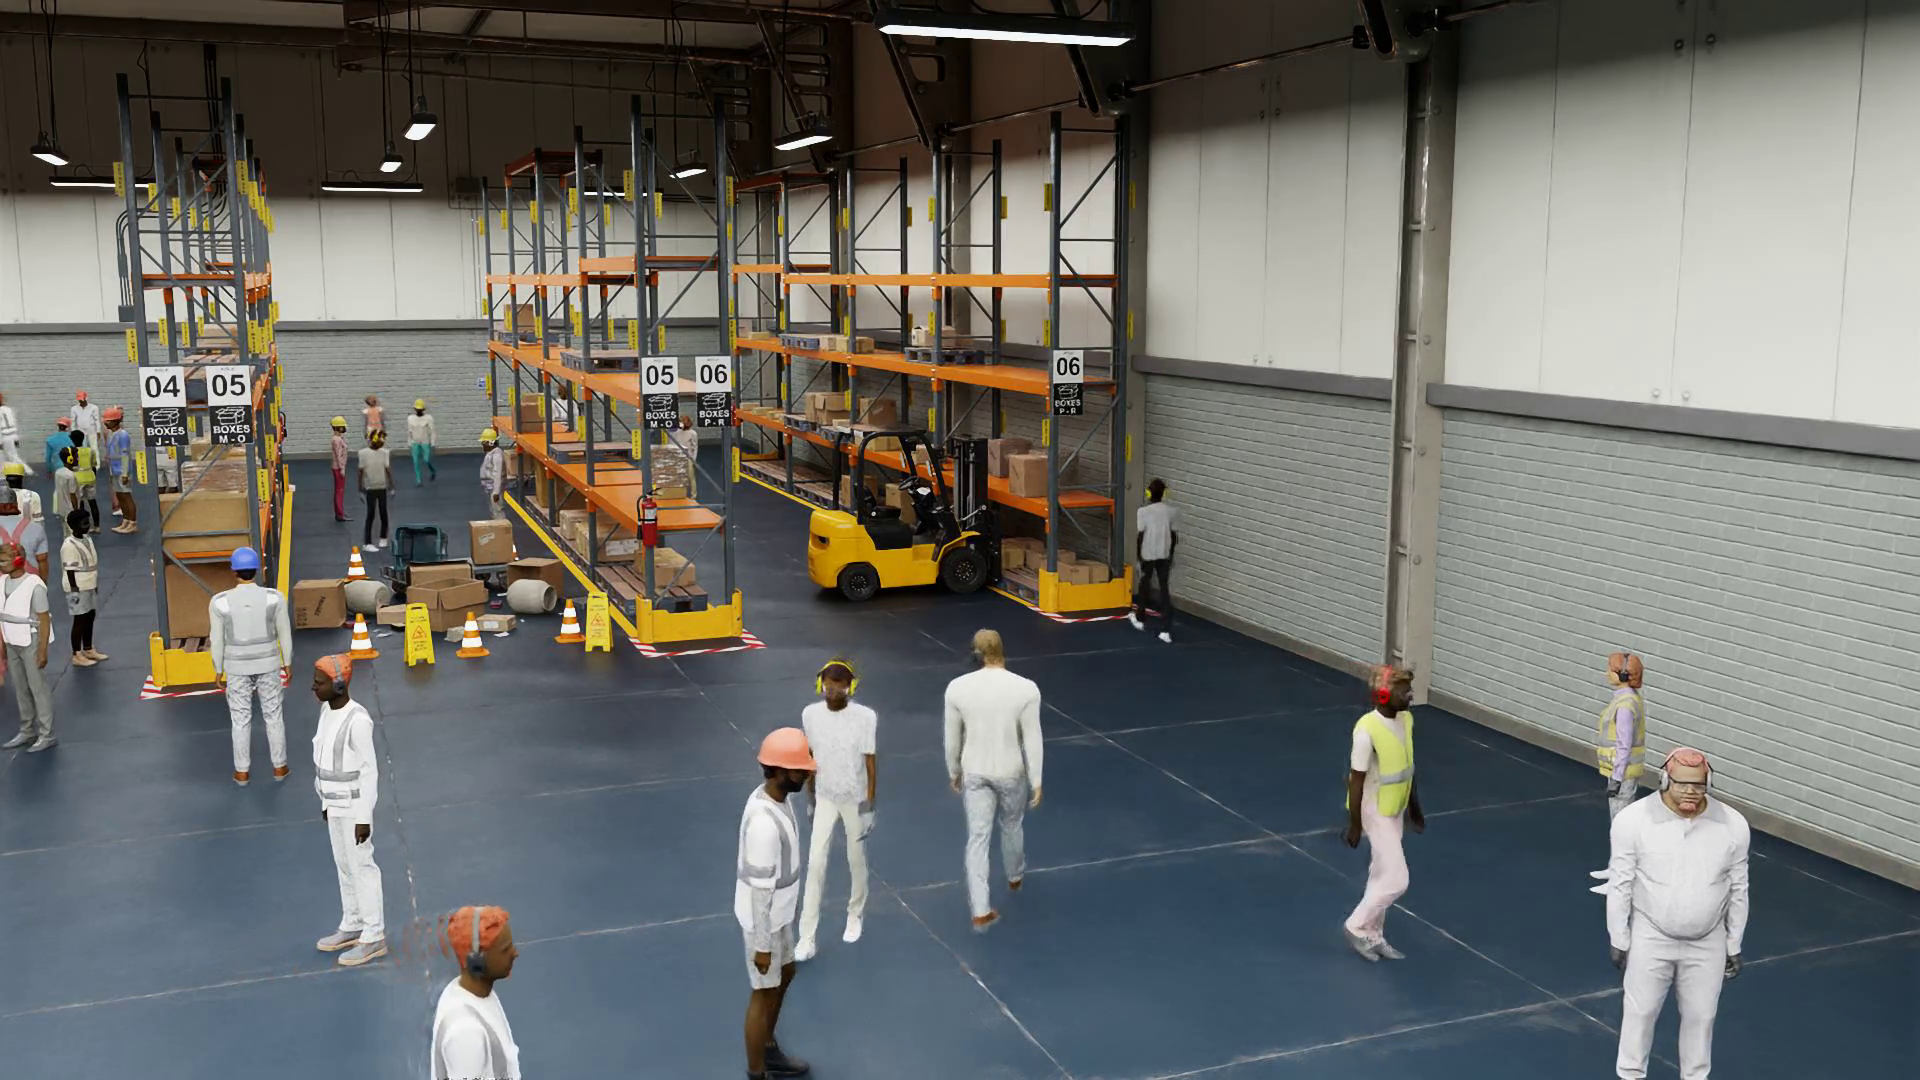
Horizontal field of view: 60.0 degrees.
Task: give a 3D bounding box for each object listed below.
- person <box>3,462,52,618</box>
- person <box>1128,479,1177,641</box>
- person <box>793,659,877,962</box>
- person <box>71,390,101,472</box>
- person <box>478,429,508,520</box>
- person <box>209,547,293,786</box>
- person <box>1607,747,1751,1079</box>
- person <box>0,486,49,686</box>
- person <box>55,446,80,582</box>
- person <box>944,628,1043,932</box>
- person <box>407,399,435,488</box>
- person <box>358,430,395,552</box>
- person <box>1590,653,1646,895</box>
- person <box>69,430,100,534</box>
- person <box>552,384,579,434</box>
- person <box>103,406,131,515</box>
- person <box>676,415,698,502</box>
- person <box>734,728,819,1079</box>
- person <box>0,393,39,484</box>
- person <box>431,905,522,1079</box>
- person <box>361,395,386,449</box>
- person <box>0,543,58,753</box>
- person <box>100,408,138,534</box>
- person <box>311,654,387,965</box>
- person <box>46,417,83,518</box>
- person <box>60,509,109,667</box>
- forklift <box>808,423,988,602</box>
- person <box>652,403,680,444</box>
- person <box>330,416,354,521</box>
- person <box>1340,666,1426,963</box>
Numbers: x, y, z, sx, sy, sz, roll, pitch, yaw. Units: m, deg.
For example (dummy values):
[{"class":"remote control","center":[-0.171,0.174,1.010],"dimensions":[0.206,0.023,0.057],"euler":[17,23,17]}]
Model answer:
[{"class":"person","center":[-11.213,0.026,19.847],"dimensions":[0.586,1.925,0.369],"euler":[-1,9,-8]},{"class":"person","center":[2.226,0.205,19.066],"dimensions":[0.503,1.819,0.955],"euler":[-1,9,-7]},{"class":"person","center":[-0.749,1.631,10.068],"dimensions":[0.501,1.826,0.893],"euler":[2,9,10]},{"class":"person","center":[-18.375,-2.283,34.962],"dimensions":[0.575,1.739,0.348],"euler":[-2,9,-12]},{"class":"person","center":[-7.081,-0.779,25.255],"dimensions":[0.403,1.824,0.594],"euler":[-4,10,-25]},{"class":"person","center":[-5.746,1.021,13.514],"dimensions":[0.614,1.945,0.395],"euler":[-4,10,-25]},{"class":"person","center":[3.457,1.920,8.027],"dimensions":[0.636,1.900,0.402],"euler":[2,9,10]},{"class":"person","center":[-9.619,0.445,16.846],"dimensions":[0.686,2.000,0.535],"euler":[-8,12,-40]},{"class":"person","center":[-11.905,-0.326,22.272],"dimensions":[0.519,1.865,0.319],"euler":[8,12,40]},{"class":"person","center":[0.222,1.496,10.748],"dimensions":[0.654,1.879,1.041],"euler":[1,9,9]},{"class":"person","center":[-10.536,-1.908,32.589],"dimensions":[0.536,1.753,0.538],"euler":[0,9,2]},{"class":"person","center":[-8.836,-0.752,25.125],"dimensions":[0.618,1.814,0.562],"euler":[9,13,44]},{"class":"person","center":[4.414,1.555,11.119],"dimensions":[0.308,1.640,0.510],"euler":[4,10,23]},{"class":"person","center":[-13.945,-0.906,26.421],"dimensions":[0.321,1.699,0.537],"euler":[5,10,27]},{"class":"person","center":[-8.304,-2.349,34.954],"dimensions":[0.587,1.870,0.585],"euler":[-5,10,-29]},{"class":"person","center":[-14.552,-1.375,28.771],"dimensions":[0.398,1.900,0.635],"euler":[-6,11,-31]},{"class":"person","center":[-4.952,-1.447,30.032],"dimensions":[0.503,1.633,0.280],"euler":[5,10,30]},{"class":"person","center":[-0.910,1.864,8.308],"dimensions":[0.423,1.928,0.633],"euler":[0,9,-2]},{"class":"person","center":[-18.769,-2.001,32.909],"dimensions":[0.929,1.844,0.581],"euler":[-2,9,-10]},{"class":"person","center":[-1.769,2.241,6.069],"dimensions":[0.518,1.872,0.596],"euler":[-2,9,-13]},{"class":"person","center":[-12.419,-2.269,35.310],"dimensions":[0.510,1.606,0.708],"euler":[-5,10,-30]},{"class":"person","center":[-8.111,0.923,14.458],"dimensions":[0.569,1.840,0.374],"euler":[5,10,27]},{"class":"person","center":[-13.476,-1.101,26.622],"dimensions":[0.601,2.036,0.411],"euler":[8,12,40]},{"class":"person","center":[-3.692,1.607,10.022],"dimensions":[0.339,1.882,0.581],"euler":[-8,12,-41]},{"class":"person","center":[-15.328,-1.244,28.527],"dimensions":[0.600,1.705,0.479],"euler":[-4,10,-22]},{"class":"person","center":[-9.301,0.502,17.603],"dimensions":[0.319,1.688,0.539],"euler":[-1,9,-6]},{"class":"forklift","center":[-0.830,-0.399,21.676],"dimensions":[2.313,2.155,1.214],"euler":[-4,10,-21]},{"class":"person","center":[-6.116,-2.290,34.686],"dimensions":[0.633,1.841,0.429],"euler":[-4,10,-25]},{"class":"person","center":[-10.447,-1.199,28.059],"dimensions":[0.308,1.769,0.525],"euler":[-4,10,-24]},{"class":"person","center":[2.554,1.644,9.972],"dimensions":[0.451,1.829,0.572],"euler":[6,11,35]}]
